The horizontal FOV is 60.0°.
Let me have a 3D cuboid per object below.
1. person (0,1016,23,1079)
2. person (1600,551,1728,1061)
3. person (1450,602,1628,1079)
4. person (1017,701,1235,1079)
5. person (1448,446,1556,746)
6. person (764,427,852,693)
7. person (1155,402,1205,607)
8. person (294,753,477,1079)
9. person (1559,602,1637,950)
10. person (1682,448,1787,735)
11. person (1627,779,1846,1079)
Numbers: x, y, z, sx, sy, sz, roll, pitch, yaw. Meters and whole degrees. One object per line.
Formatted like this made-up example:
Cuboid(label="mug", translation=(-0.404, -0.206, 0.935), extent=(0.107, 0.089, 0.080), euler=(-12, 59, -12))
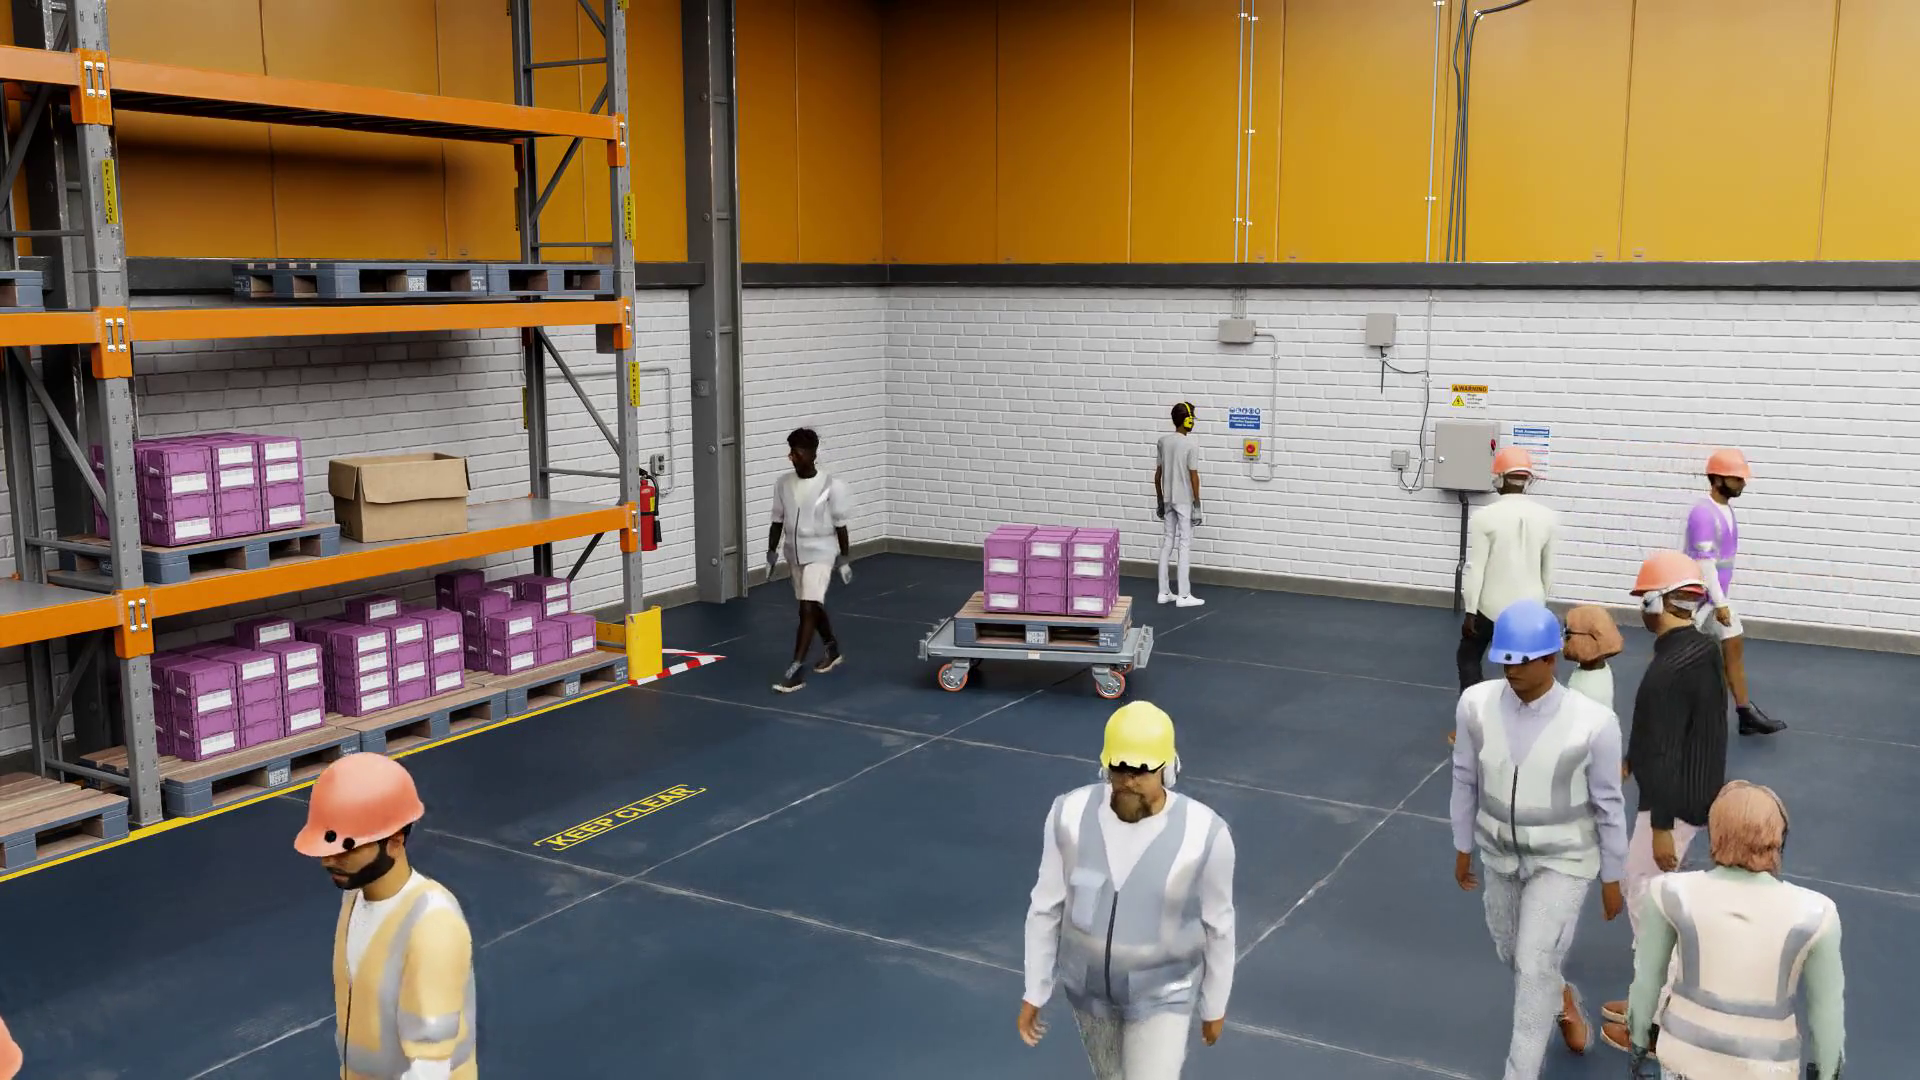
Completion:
Cuboid(label="person", translation=(-1.603, 1.629, 2.920), extent=(0.536, 1.905, 0.811), euler=(4, 10, 23))
Cuboid(label="person", translation=(2.734, 1.014, 6.572), extent=(0.524, 1.953, 0.634), euler=(8, 12, 40))
Cuboid(label="person", translation=(2.136, 1.123, 6.090), extent=(0.862, 1.908, 0.630), euler=(-9, 13, -44))
Cuboid(label="person", translation=(0.478, 1.355, 4.957), extent=(0.596, 1.779, 0.933), euler=(4, 10, 25))
Cuboid(label="person", translation=(3.365, 0.388, 10.423), extent=(0.648, 1.963, 0.724), euler=(-2, 9, -13))
Cuboid(label="person", translation=(-1.128, 0.114, 12.332), extent=(0.628, 1.915, 1.013), euler=(5, 10, 30))
Cuboid(label="person", translation=(2.004, -0.329, 15.205), extent=(0.317, 1.870, 0.523), euler=(-7, 12, -39))
Cuboid(label="person", translation=(-1.322, 1.433, 4.142), extent=(0.647, 1.903, 0.563), euler=(-9, 13, -43))
Cuboid(label="person", translation=(2.755, 1.068, 7.259), extent=(0.604, 1.617, 0.512), euler=(4, 10, 21))
Cuboid(label="person", translation=(4.967, 0.356, 10.839), extent=(0.562, 1.897, 0.930), euler=(-8, 12, -42))
Cuboid(label="person", translation=(2.158, 1.480, 4.672), extent=(0.551, 1.620, 0.356), euler=(4, 10, 24))
